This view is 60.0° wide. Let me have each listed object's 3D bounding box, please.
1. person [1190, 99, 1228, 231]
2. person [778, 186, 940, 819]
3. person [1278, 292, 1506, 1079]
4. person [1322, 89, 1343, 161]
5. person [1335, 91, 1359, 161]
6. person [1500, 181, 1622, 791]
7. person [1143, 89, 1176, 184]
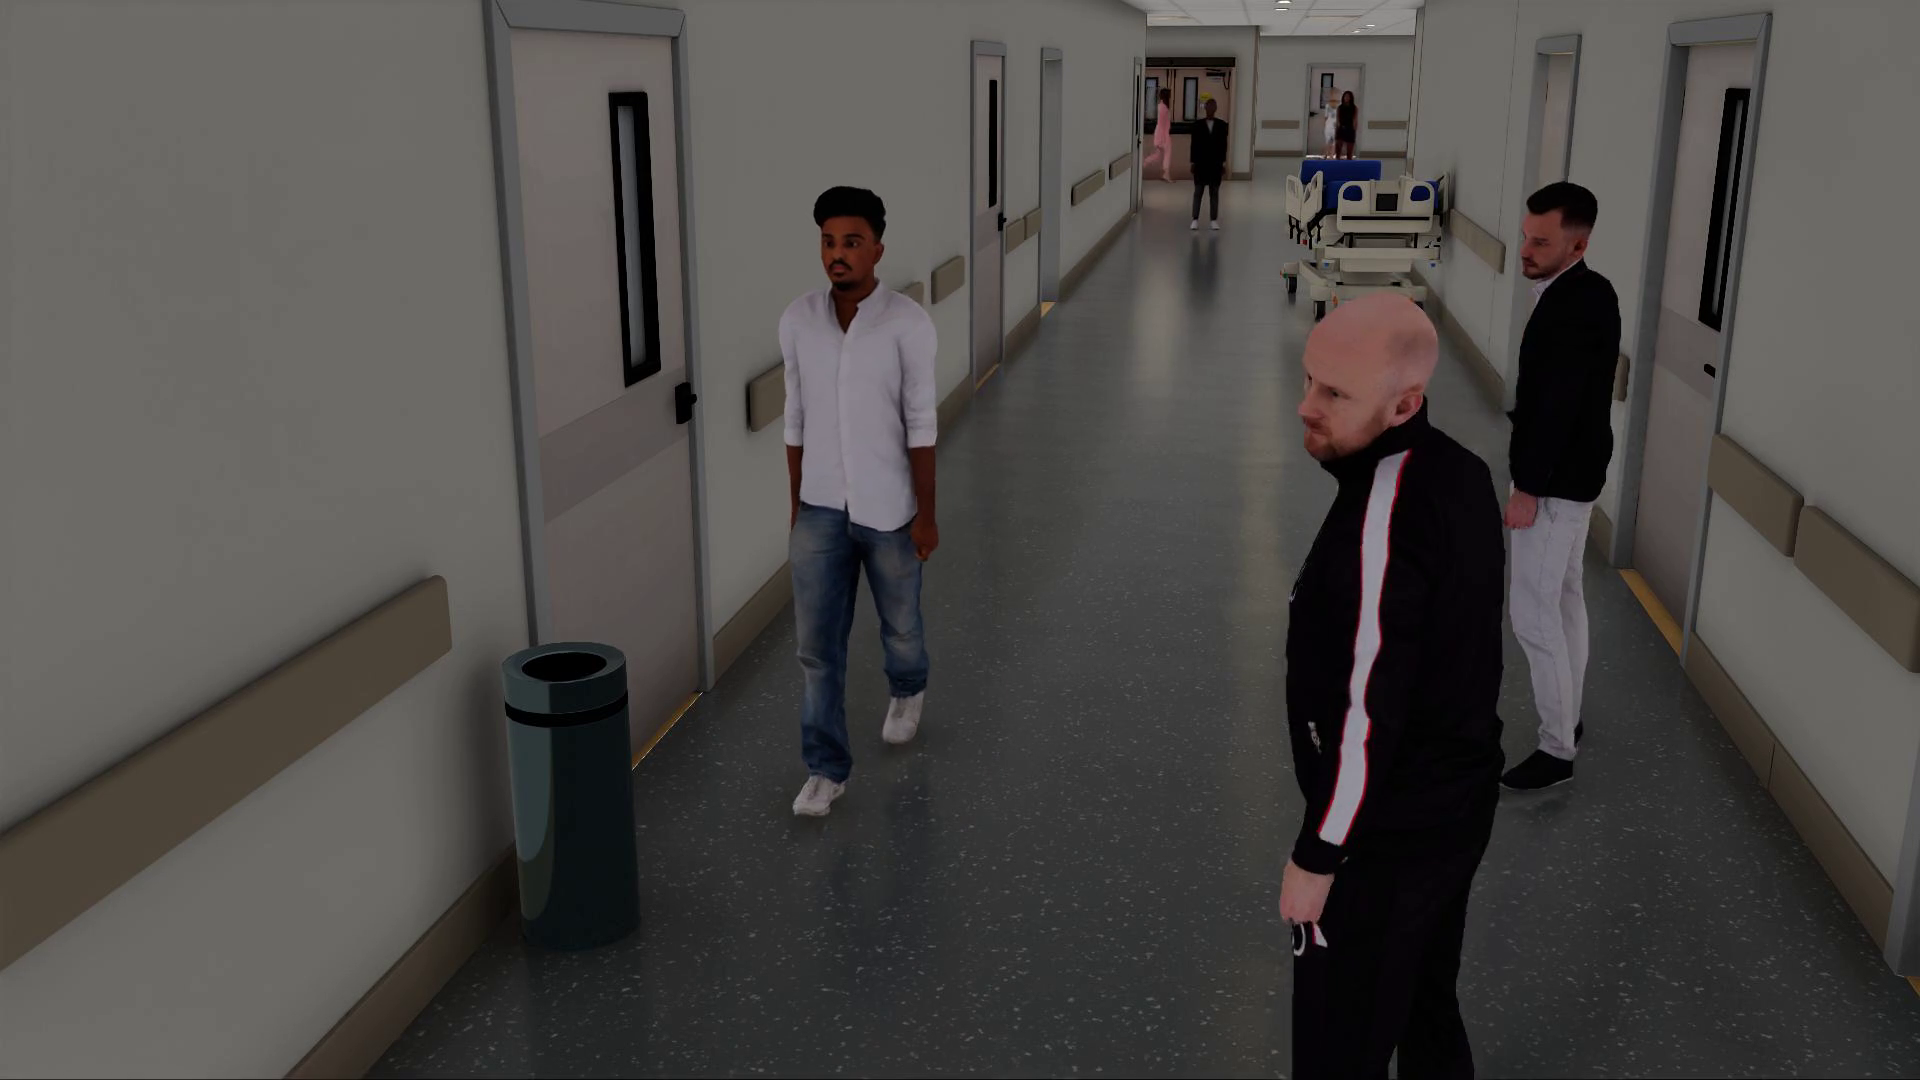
[{"bbox_3d":[3.417,-5.158,22.847,0.526,1.761,0.732,1,16,3],"label":"person"},{"bbox_3d":[-0.265,-0.139,5.016,1.084,1.776,0.722,3,16,12],"label":"person"},{"bbox_3d":[0.773,0.484,2.745,0.761,1.810,0.977,14,21,40],"label":"person"},{"bbox_3d":[8.265,-9.144,37.031,0.653,1.737,0.744,9,18,29],"label":"person"},{"bbox_3d":[7.790,-8.125,33.462,0.985,1.712,0.826,7,17,22],"label":"person"},{"bbox_3d":[1.879,-0.170,5.061,0.702,1.812,0.904,13,21,39],"label":"person"},{"bbox_3d":[3.829,-7.810,32.219,1.068,1.780,0.747,0,16,-1],"label":"person"}]
